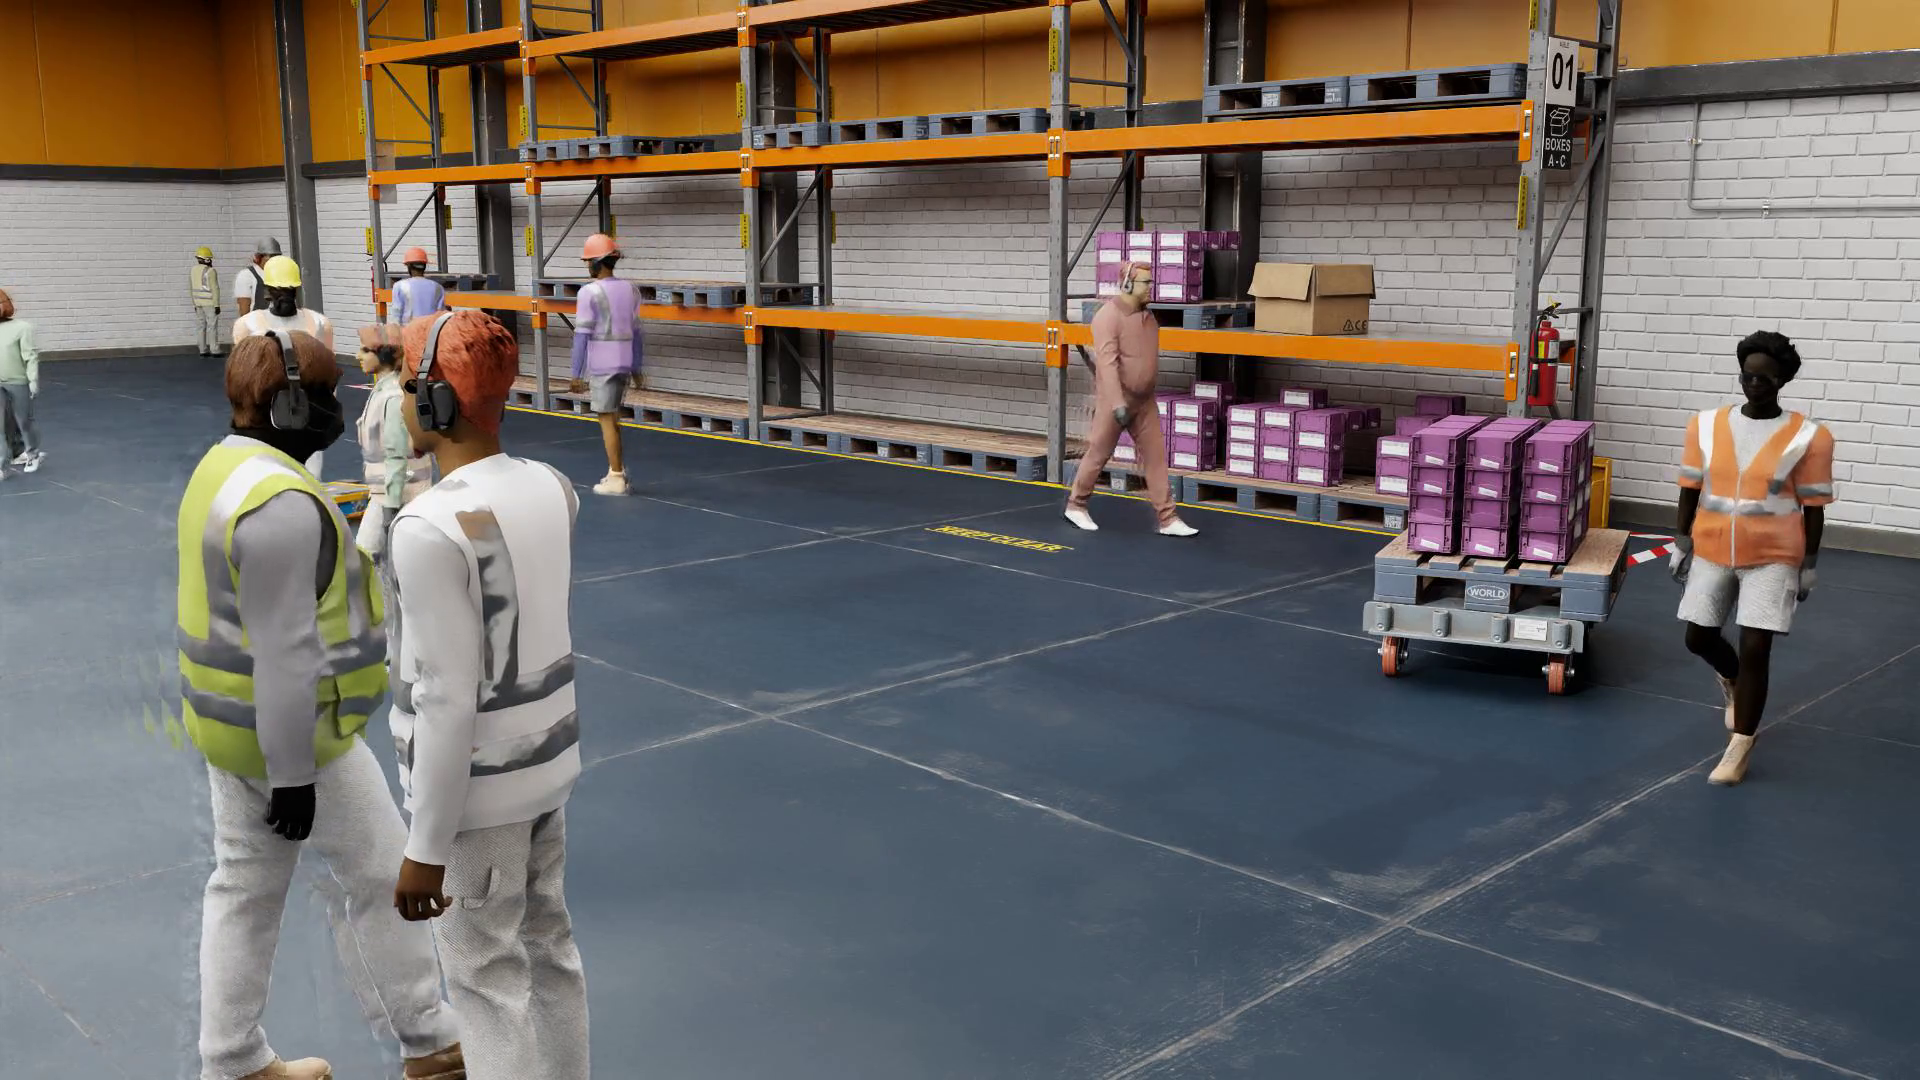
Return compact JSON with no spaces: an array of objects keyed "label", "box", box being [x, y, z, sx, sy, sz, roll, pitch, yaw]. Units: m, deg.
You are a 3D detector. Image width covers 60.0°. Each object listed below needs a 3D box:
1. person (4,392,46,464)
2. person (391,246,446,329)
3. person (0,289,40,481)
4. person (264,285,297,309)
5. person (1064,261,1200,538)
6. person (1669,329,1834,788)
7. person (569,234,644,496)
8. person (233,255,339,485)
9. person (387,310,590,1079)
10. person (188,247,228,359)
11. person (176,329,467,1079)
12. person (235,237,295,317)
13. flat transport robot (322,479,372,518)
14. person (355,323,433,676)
[{"label":"person","box":[-8.543,-1.559,14.568,0.817,1.870,0.626,2,11,12]},{"label":"person","box":[-5.439,-2.009,16.872,0.583,1.911,0.739,-9,14,-42]},{"label":"person","box":[-7.981,-1.315,13.945,0.513,1.590,0.846,-2,11,-13]},{"label":"person","box":[-5.760,-1.442,14.220,0.323,1.743,0.489,-4,11,-19]},{"label":"person","box":[1.121,-0.948,11.241,0.642,1.858,1.011,-10,14,-43]},{"label":"person","box":[2.977,0.048,6.254,0.542,1.680,0.626,10,14,43]},{"label":"person","box":[-2.803,-1.356,12.978,0.587,2.024,0.635,6,12,31]},{"label":"person","box":[-4.168,-0.800,10.290,0.594,1.908,0.691,-8,13,-36]},{"label":"person","box":[-0.925,0.497,3.263,0.341,1.882,0.587,2,11,10]},{"label":"person","box":[-12.363,-3.888,27.315,0.592,1.833,0.404,5,12,27]},{"label":"person","box":[-1.424,0.426,3.848,0.830,1.809,0.648,-7,13,-35]},{"label":"person","box":[-7.781,-2.412,18.696,0.825,2.000,0.687,10,14,42]},{"label":"flat transport robot","box":[-4.618,-0.230,11.627,0.652,0.197,1.431,5,12,28]},{"label":"person","box":[-2.629,-0.174,7.598,0.433,1.623,0.538,-6,12,-28]}]
